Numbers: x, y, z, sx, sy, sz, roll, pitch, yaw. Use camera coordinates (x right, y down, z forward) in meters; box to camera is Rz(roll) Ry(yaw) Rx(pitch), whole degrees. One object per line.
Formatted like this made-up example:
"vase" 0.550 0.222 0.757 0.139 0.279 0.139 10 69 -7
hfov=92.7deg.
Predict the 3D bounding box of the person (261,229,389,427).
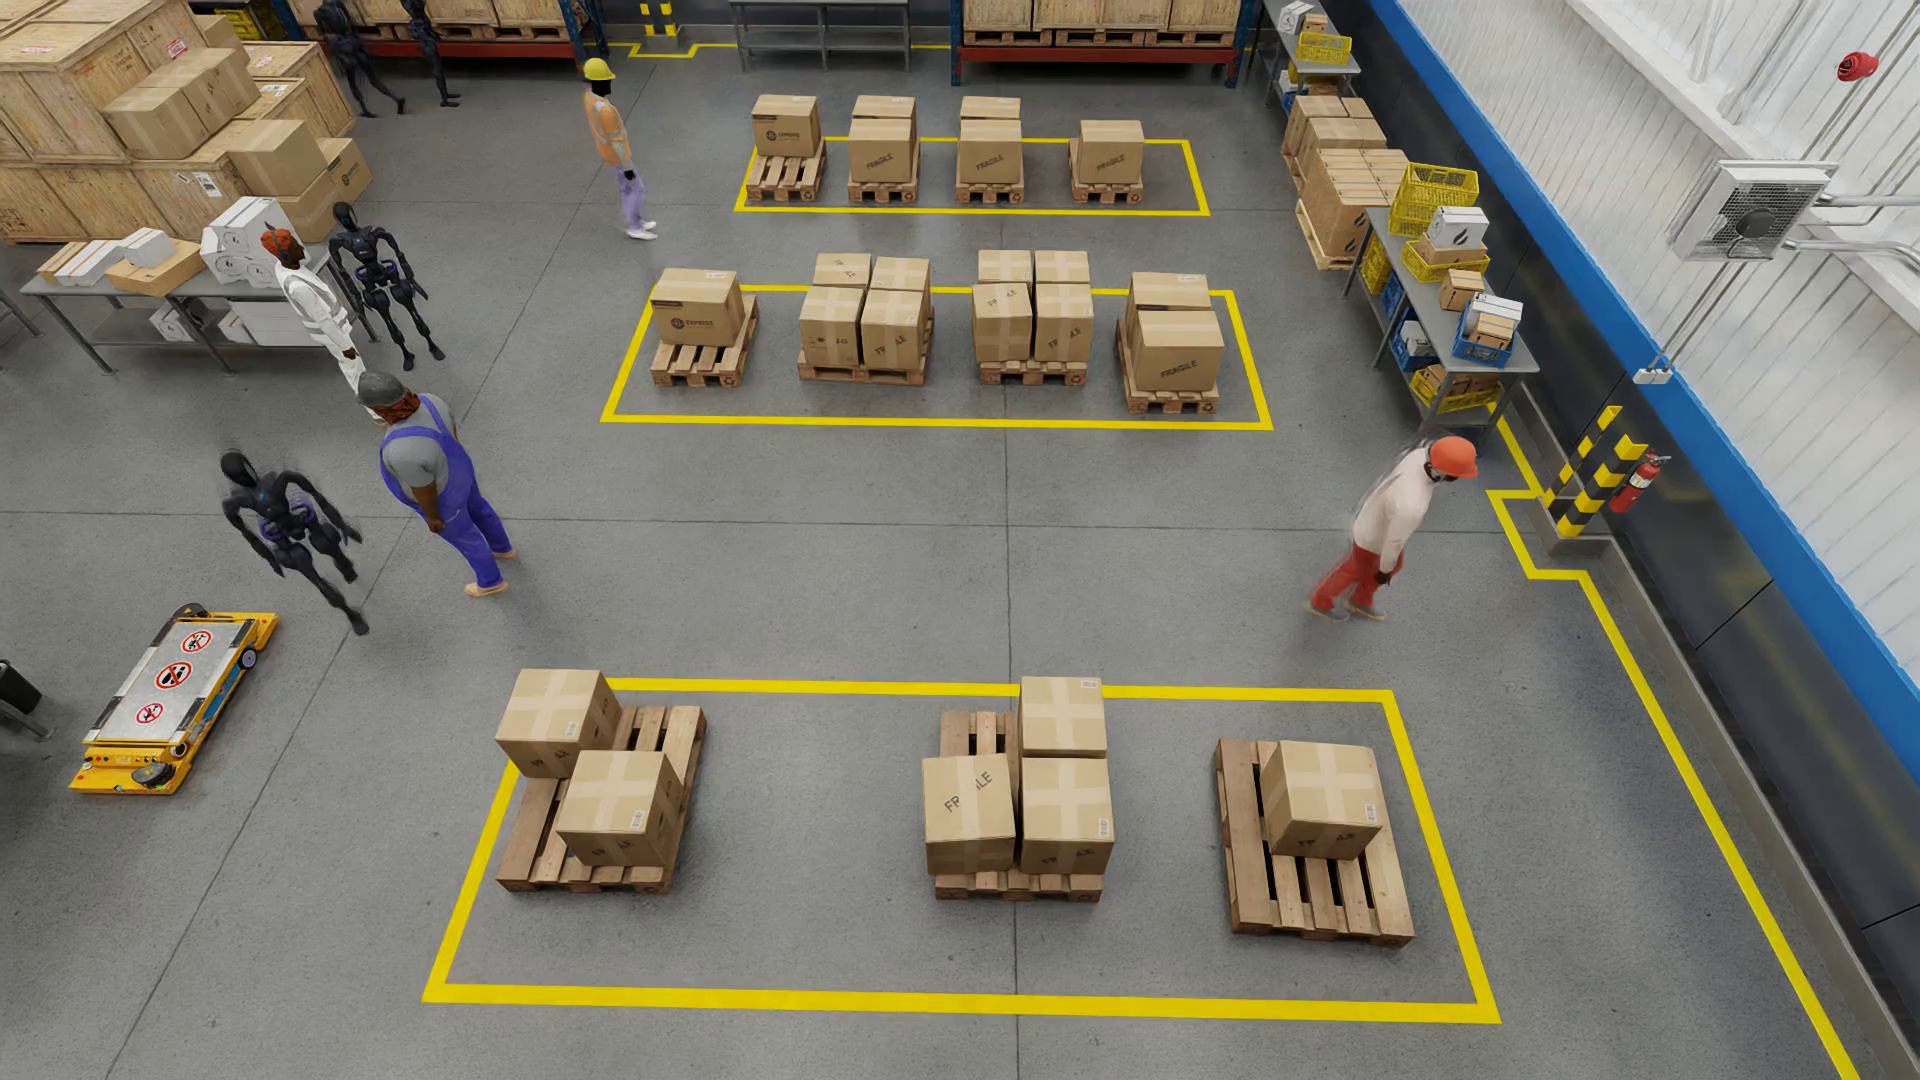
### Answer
"person" -5.335 -1.782 7.817 0.345 1.882 0.583 -32 57 -24

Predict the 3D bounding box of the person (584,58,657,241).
"person" -3.645 -4.135 9.787 0.373 1.922 0.586 -25 54 -20

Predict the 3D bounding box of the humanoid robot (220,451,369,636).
"humanoid robot" -4.679 -0.051 6.514 0.686 1.635 0.580 37 59 27

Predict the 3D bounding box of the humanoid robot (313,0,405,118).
"humanoid robot" -7.791 -6.284 11.781 0.628 1.635 0.586 13 51 11

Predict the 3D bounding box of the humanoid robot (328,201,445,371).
"humanoid robot" -5.259 -2.311 8.390 0.589 1.657 0.327 -25 54 -20

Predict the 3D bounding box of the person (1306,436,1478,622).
"person" 2.964 -0.010 6.270 0.695 1.957 0.646 22 53 18

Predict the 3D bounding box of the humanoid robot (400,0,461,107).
"humanoid robot" -6.996 -6.602 12.022 0.321 1.657 0.610 -11 51 -9

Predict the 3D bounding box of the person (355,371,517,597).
"person" -3.740 -0.386 6.534 0.540 2.000 0.688 -3 50 -3

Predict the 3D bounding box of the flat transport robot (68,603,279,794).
"flat transport robot" -5.504 1.072 6.442 0.652 0.197 1.431 1 50 1
